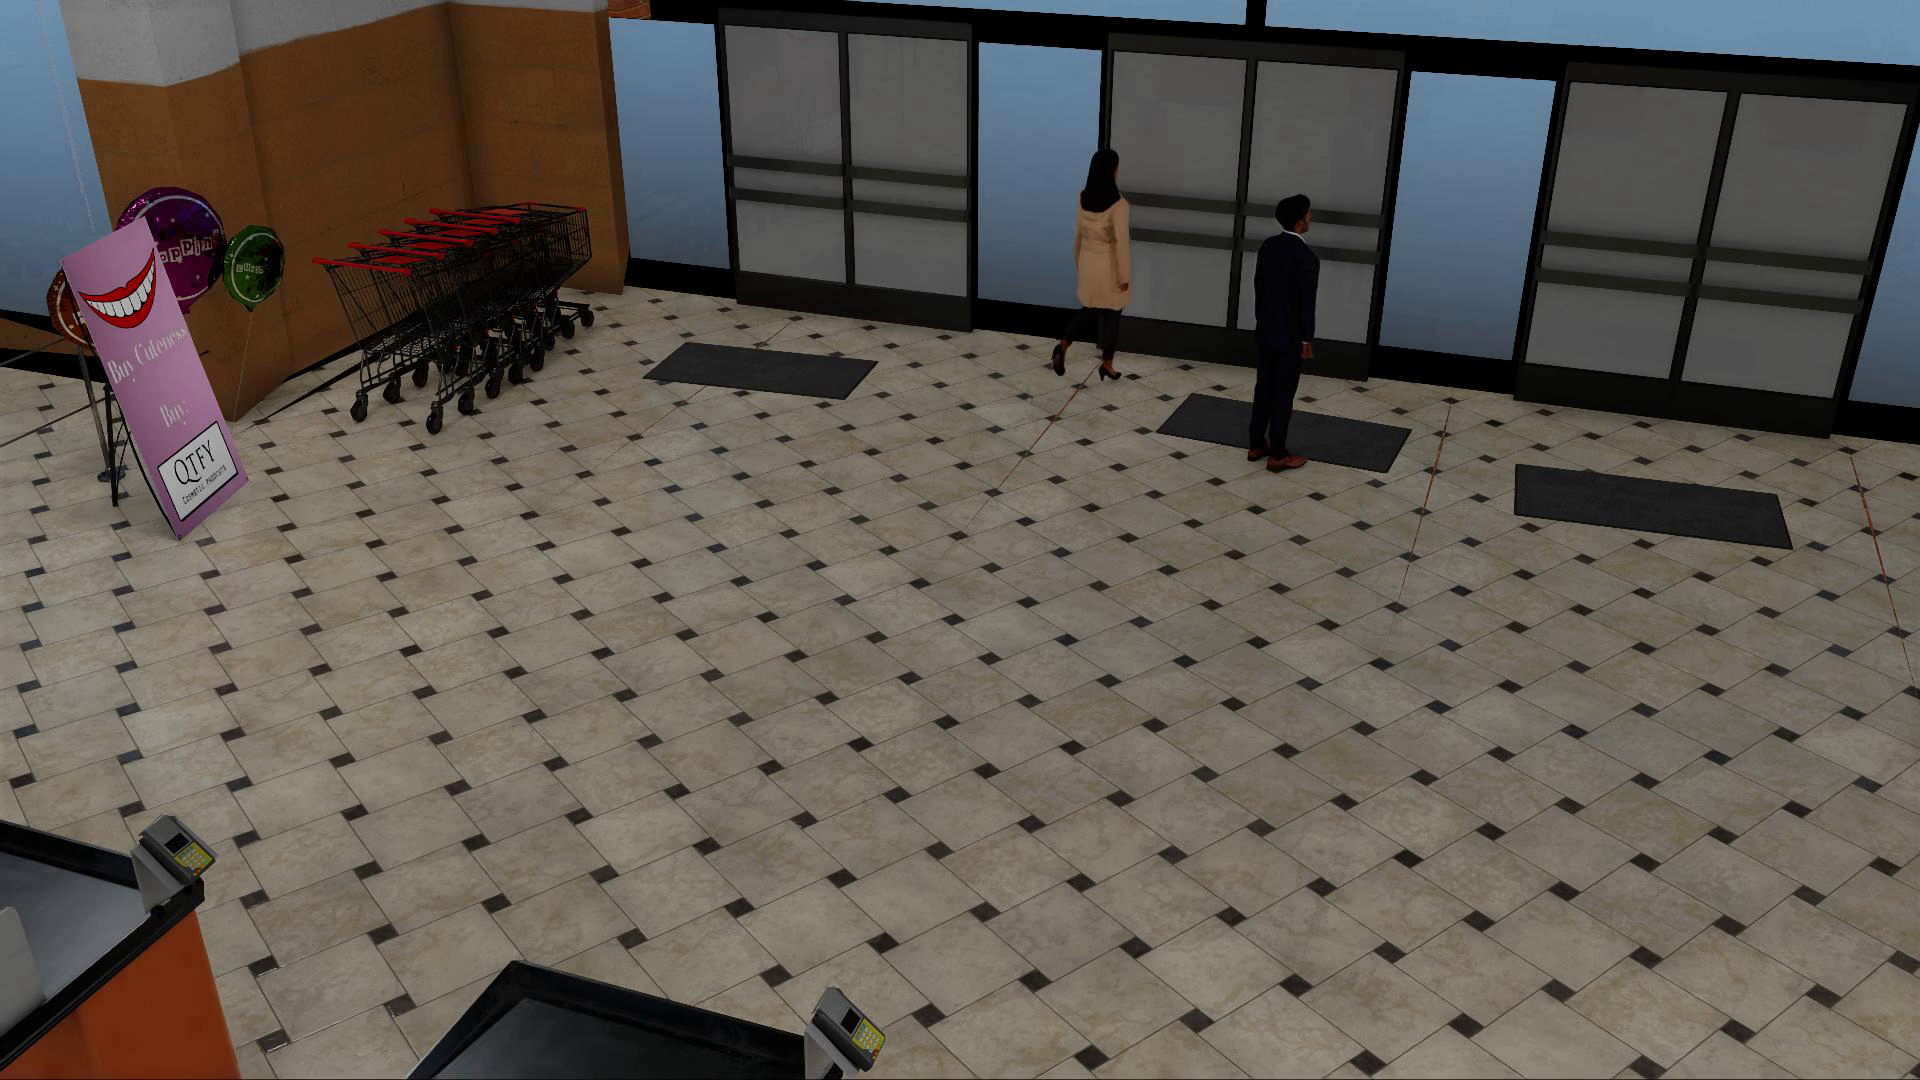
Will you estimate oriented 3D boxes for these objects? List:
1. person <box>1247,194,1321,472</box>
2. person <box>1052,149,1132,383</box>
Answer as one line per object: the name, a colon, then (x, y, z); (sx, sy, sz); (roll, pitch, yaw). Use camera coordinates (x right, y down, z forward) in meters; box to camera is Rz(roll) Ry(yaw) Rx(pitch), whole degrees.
person: (1.980, -1.277, 10.247); (0.732, 1.725, 0.703); (-16, 31, -29)
person: (0.917, -1.816, 11.375); (1.018, 1.665, 0.895); (-21, 34, -35)
